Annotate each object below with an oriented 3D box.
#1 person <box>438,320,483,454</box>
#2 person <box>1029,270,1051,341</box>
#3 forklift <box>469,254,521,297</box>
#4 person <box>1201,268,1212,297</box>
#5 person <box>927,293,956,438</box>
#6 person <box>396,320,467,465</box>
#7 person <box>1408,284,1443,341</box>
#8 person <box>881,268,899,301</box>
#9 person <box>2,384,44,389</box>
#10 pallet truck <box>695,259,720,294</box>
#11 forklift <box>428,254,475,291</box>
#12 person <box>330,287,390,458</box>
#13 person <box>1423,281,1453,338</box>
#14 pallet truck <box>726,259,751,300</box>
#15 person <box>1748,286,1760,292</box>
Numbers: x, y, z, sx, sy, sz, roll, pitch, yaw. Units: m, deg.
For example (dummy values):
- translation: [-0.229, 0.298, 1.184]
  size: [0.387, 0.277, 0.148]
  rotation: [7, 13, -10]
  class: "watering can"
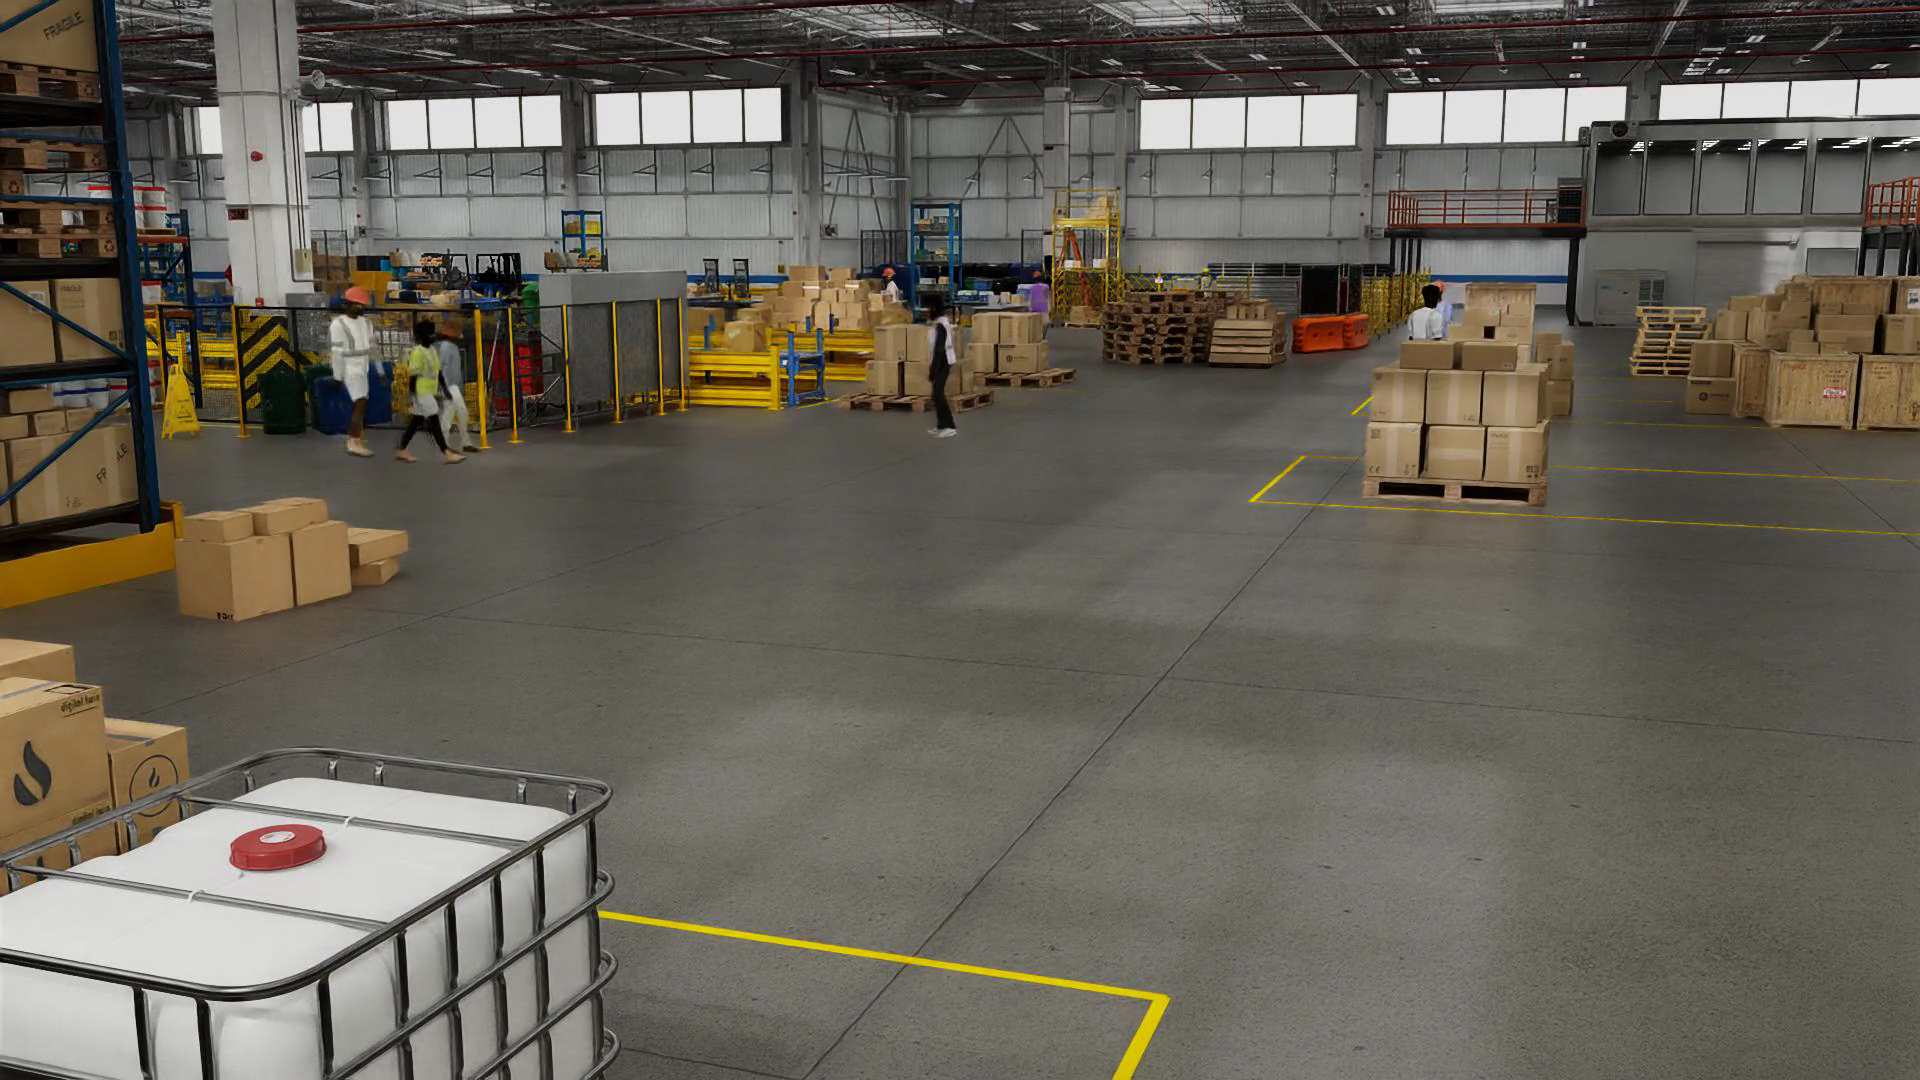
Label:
- translation: [-5.961, -1.816, 19.858]
  size: [0.689, 1.603, 0.520]
  rotation: [-1, 10, -3]
  class: "person"
- translation: [1.919, -5.515, 39.856]
  size: [0.585, 1.911, 0.502]
  rotation: [5, 11, 28]
  class: "person"
- translation: [-17.990, -10.121, 64.684]
  size: [1.157, 1.987, 2.680]
  rotation: [3, 11, 17]
  class: "forklift"
- translation: [8.203, -8.219, 55.554]
  size: [0.487, 1.746, 0.289]
  rotation: [-9, 14, -42]
  class: "person"
- translation: [-0.246, -2.285, 21.773]
  size: [0.380, 1.884, 0.669]
  rotation: [-1, 10, -4]
  class: "person"
- translation: [-6.105, -1.675, 18.968]
  size: [0.887, 1.649, 0.538]
  rotation: [0, 10, 1]
  class: "person"
- translation: [6.438, -2.536, 22.929]
  size: [0.362, 1.965, 0.611]
  rotation: [-5, 11, -28]
  class: "person"
- translation: [-1.569, -5.118, 37.395]
  size: [0.399, 1.989, 0.622]
  rotation: [-1, 10, -7]
  class: "person"
- translation: [-11.971, -2.180, 21.256]
  size: [1.005, 1.861, 0.662]
  rotation: [4, 11, 21]
  class: "person"
- translation: [-9.165, -9.627, 62.776]
  size: [0.823, 1.965, 1.885]
  rotation: [4, 11, 23]
  class: "pallet truck"
- translation: [-20.133, -10.254, 65.465]
  size: [1.157, 1.987, 2.680]
  rotation: [3, 11, 19]
  class: "forklift"
- translation: [-7.049, -1.968, 19.605]
  size: [0.672, 2.007, 0.611]
  rotation: [3, 10, 15]
  class: "person"
- translation: [8.088, -3.446, 28.284]
  size: [0.565, 1.883, 0.984]
  rotation: [10, 14, 43]
  class: "person"
- translation: [-7.986, -9.493, 62.019]
  size: [0.823, 1.965, 1.885]
  rotation: [3, 11, 17]
  class: "pallet truck"
- translation: [27.437, -8.519, 57.561]
  size: [0.494, 1.624, 0.279]
  rotation: [5, 11, 27]
  class: "person"
